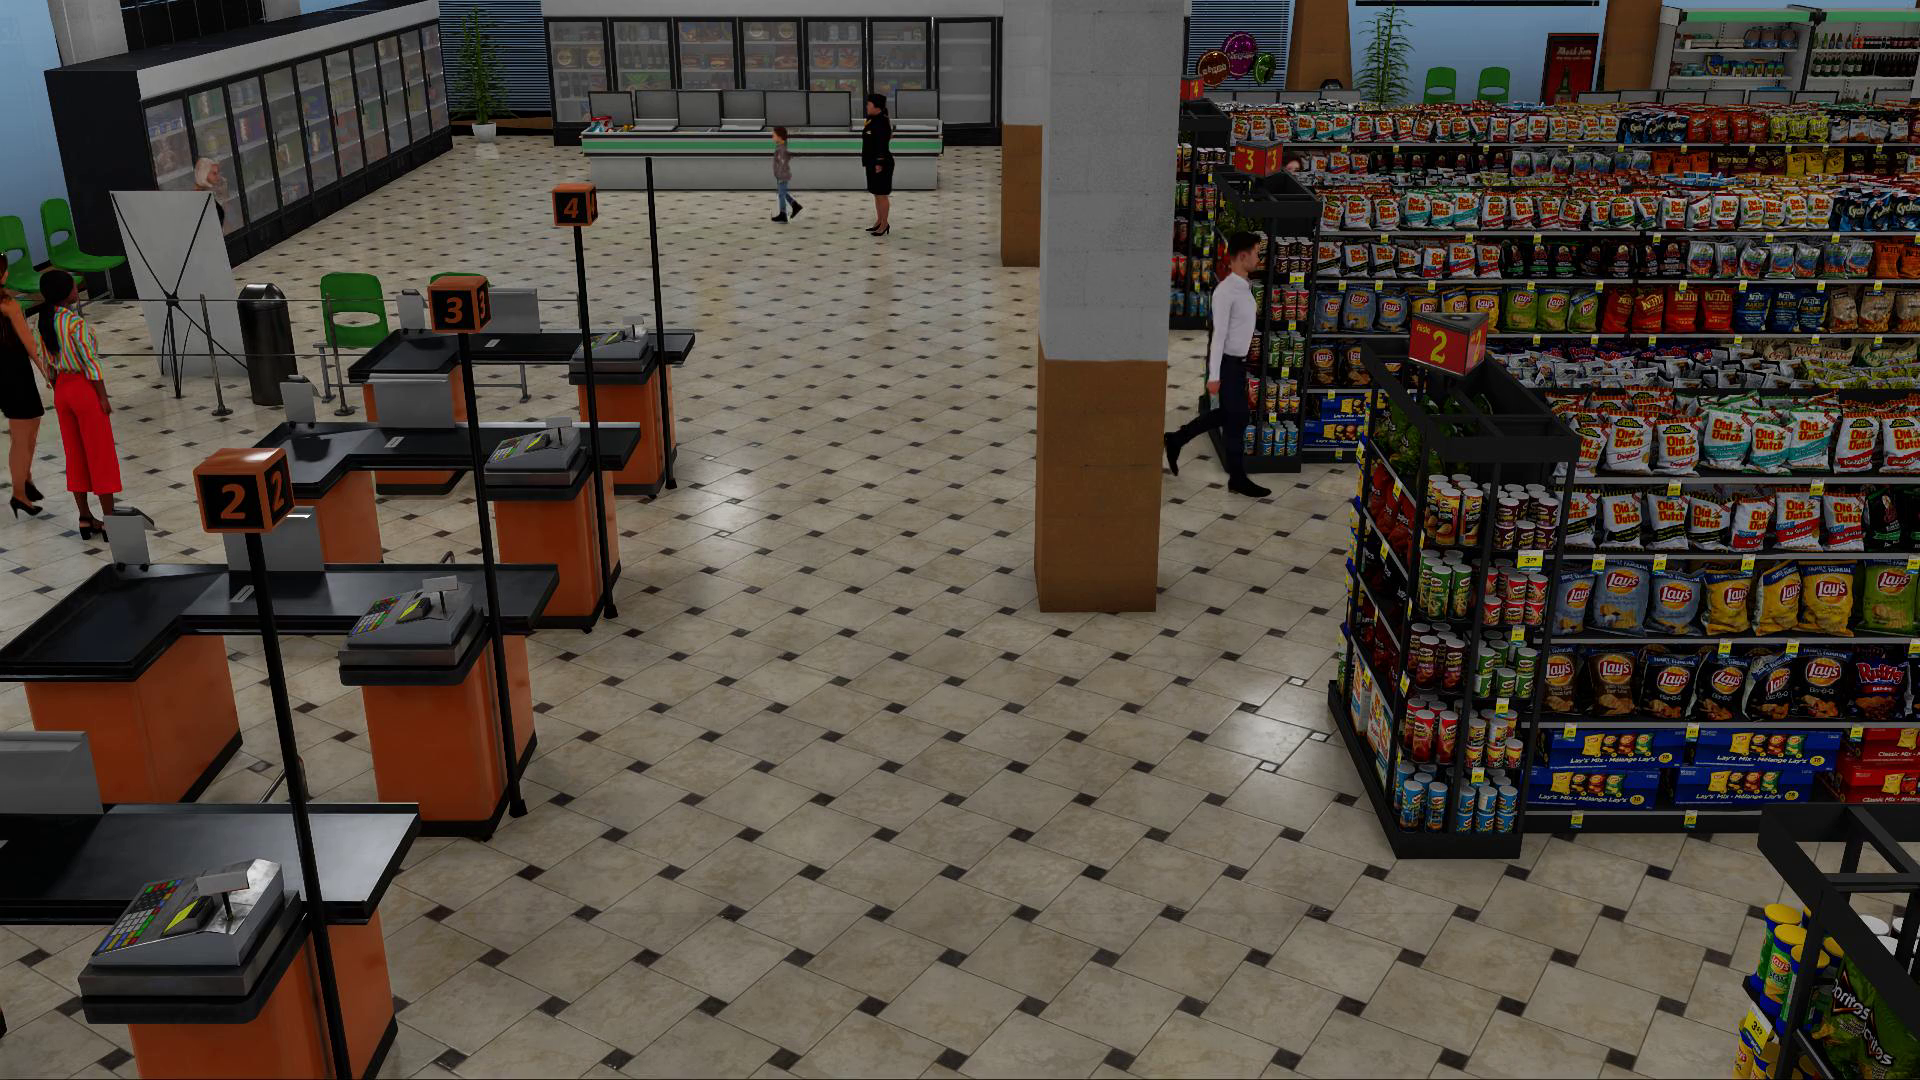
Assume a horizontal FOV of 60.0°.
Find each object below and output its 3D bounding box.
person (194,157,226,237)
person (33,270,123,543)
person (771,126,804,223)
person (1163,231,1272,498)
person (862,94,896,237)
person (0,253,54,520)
[{"bbox_3d":[-7.002,-2.658,15.369,0.773,1.704,0.742,-17,27,-36],"label":"person"},{"bbox_3d":[-5.711,-0.869,10.798,0.578,1.792,0.723,7,23,17],"label":"person"},{"bbox_3d":[-2.178,-4.588,20.866,0.647,1.187,0.519,-3,22,-7],"label":"person"},{"bbox_3d":[1.795,-1.231,11.646,1.216,1.833,1.006,13,25,30],"label":"person"},{"bbox_3d":[-0.975,-4.530,20.073,0.705,1.671,0.748,-5,22,-12],"label":"person"},{"bbox_3d":[-6.379,-0.987,11.057,0.670,1.819,0.731,8,23,19],"label":"person"}]
